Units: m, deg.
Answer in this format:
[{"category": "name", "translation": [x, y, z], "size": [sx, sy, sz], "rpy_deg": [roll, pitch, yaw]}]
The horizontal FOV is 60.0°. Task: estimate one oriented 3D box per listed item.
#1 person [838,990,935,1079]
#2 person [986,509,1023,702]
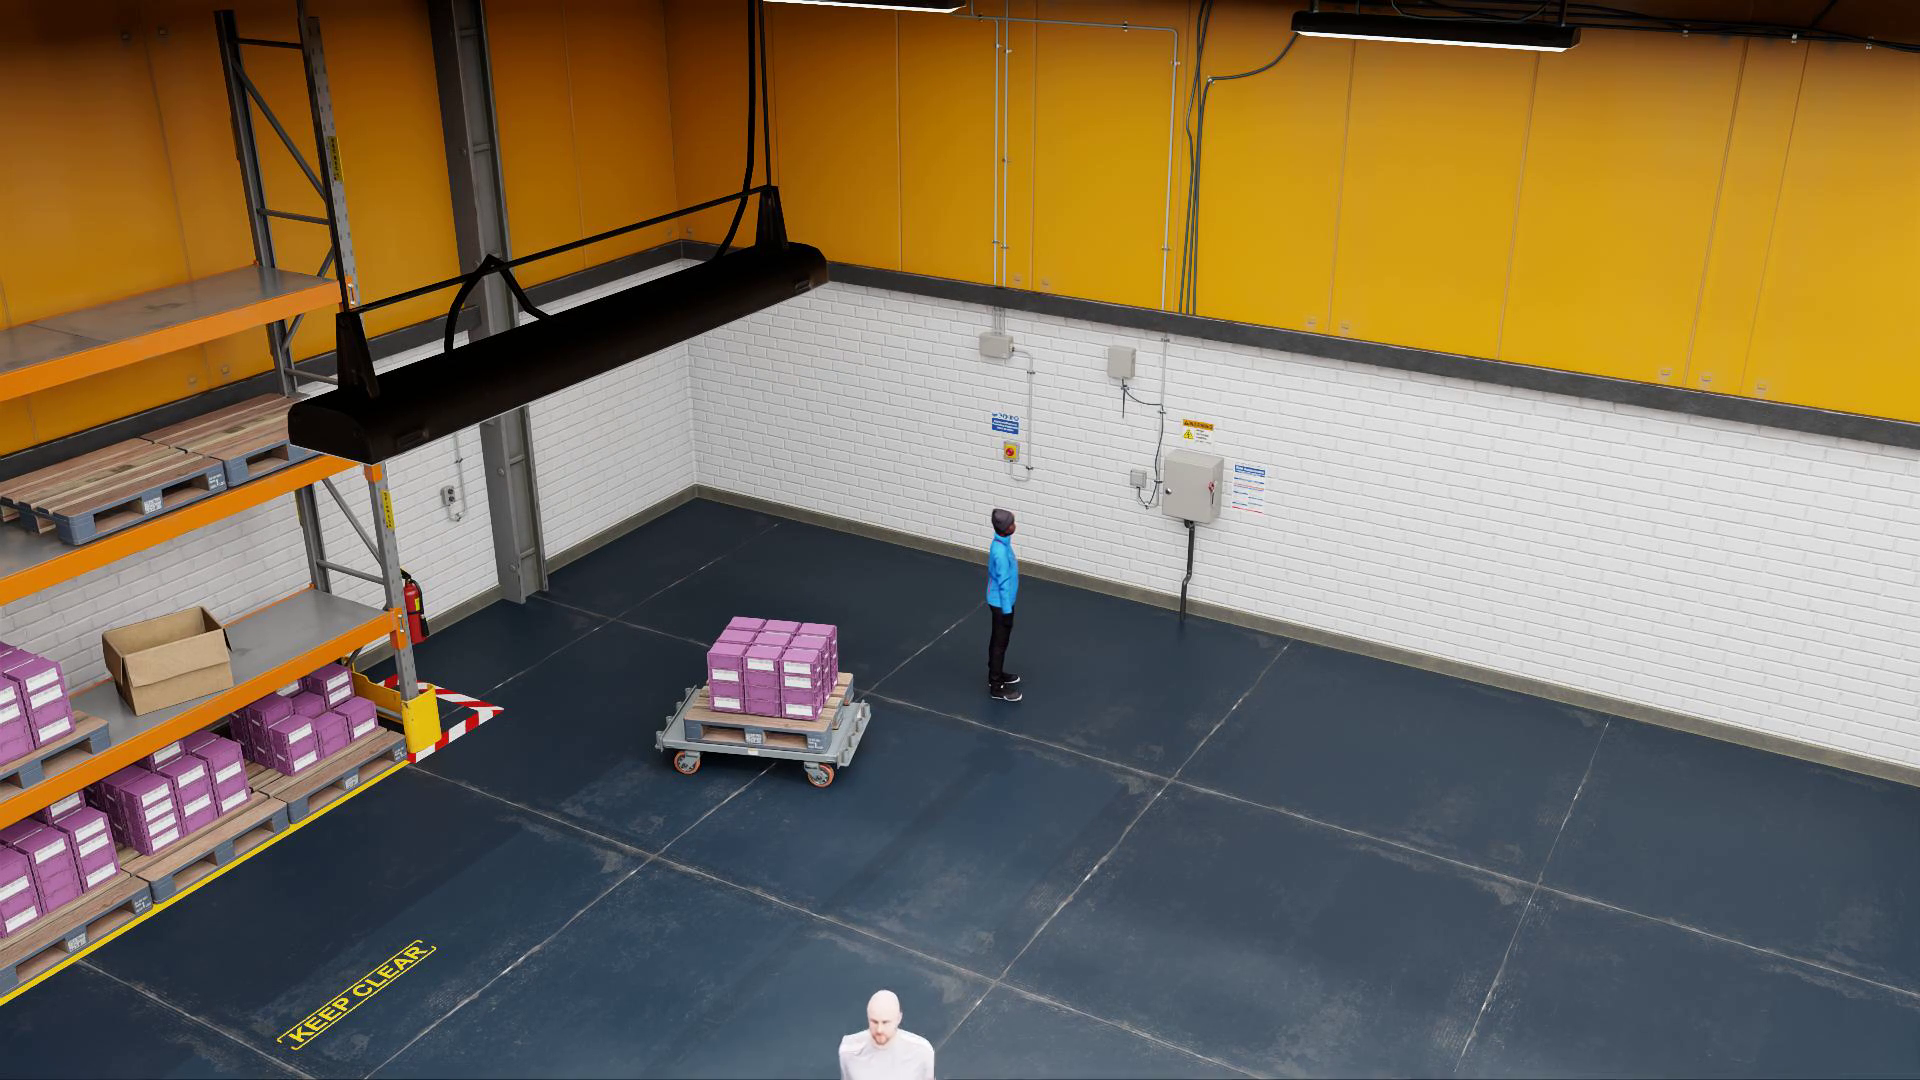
[{"category": "person", "translation": [-0.375, 3.130, 8.890], "size": [0.890, 1.815, 1.070], "rpy_deg": [3, 24, 6]}, {"category": "person", "translation": [0.359, 0.554, 14.810], "size": [0.758, 1.794, 0.660], "rpy_deg": [-1, 24, -3]}]
